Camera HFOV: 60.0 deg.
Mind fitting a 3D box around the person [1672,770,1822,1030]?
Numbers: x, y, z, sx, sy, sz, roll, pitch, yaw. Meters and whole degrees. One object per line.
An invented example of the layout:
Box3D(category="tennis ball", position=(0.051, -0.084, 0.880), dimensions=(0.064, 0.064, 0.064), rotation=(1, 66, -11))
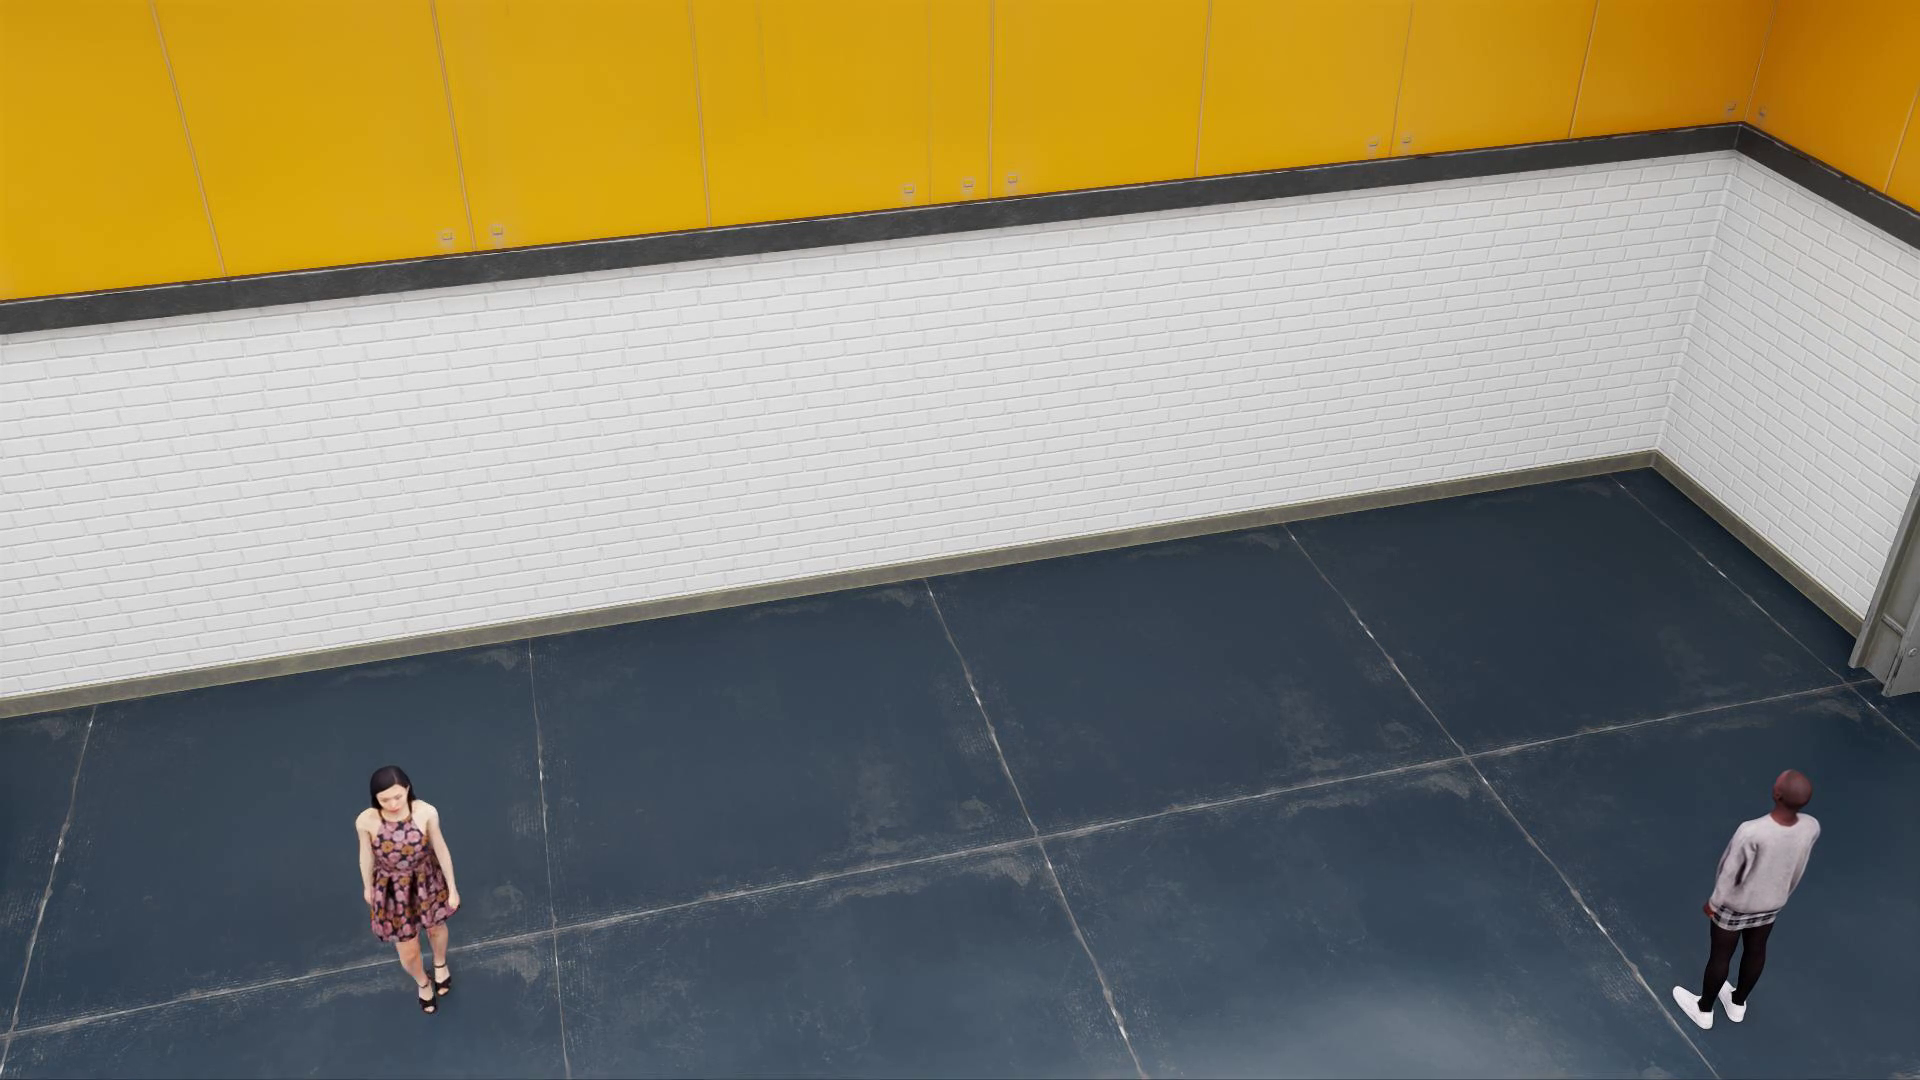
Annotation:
Box3D(category="person", position=(4.215, 1.912, 8.836), dimensions=(0.624, 1.772, 0.554), rotation=(-6, 34, -8))

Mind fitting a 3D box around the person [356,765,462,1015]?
Box3D(category="person", position=(-2.963, 1.830, 8.976), dimensions=(0.656, 1.753, 0.726), rotation=(-11, 35, -17))
